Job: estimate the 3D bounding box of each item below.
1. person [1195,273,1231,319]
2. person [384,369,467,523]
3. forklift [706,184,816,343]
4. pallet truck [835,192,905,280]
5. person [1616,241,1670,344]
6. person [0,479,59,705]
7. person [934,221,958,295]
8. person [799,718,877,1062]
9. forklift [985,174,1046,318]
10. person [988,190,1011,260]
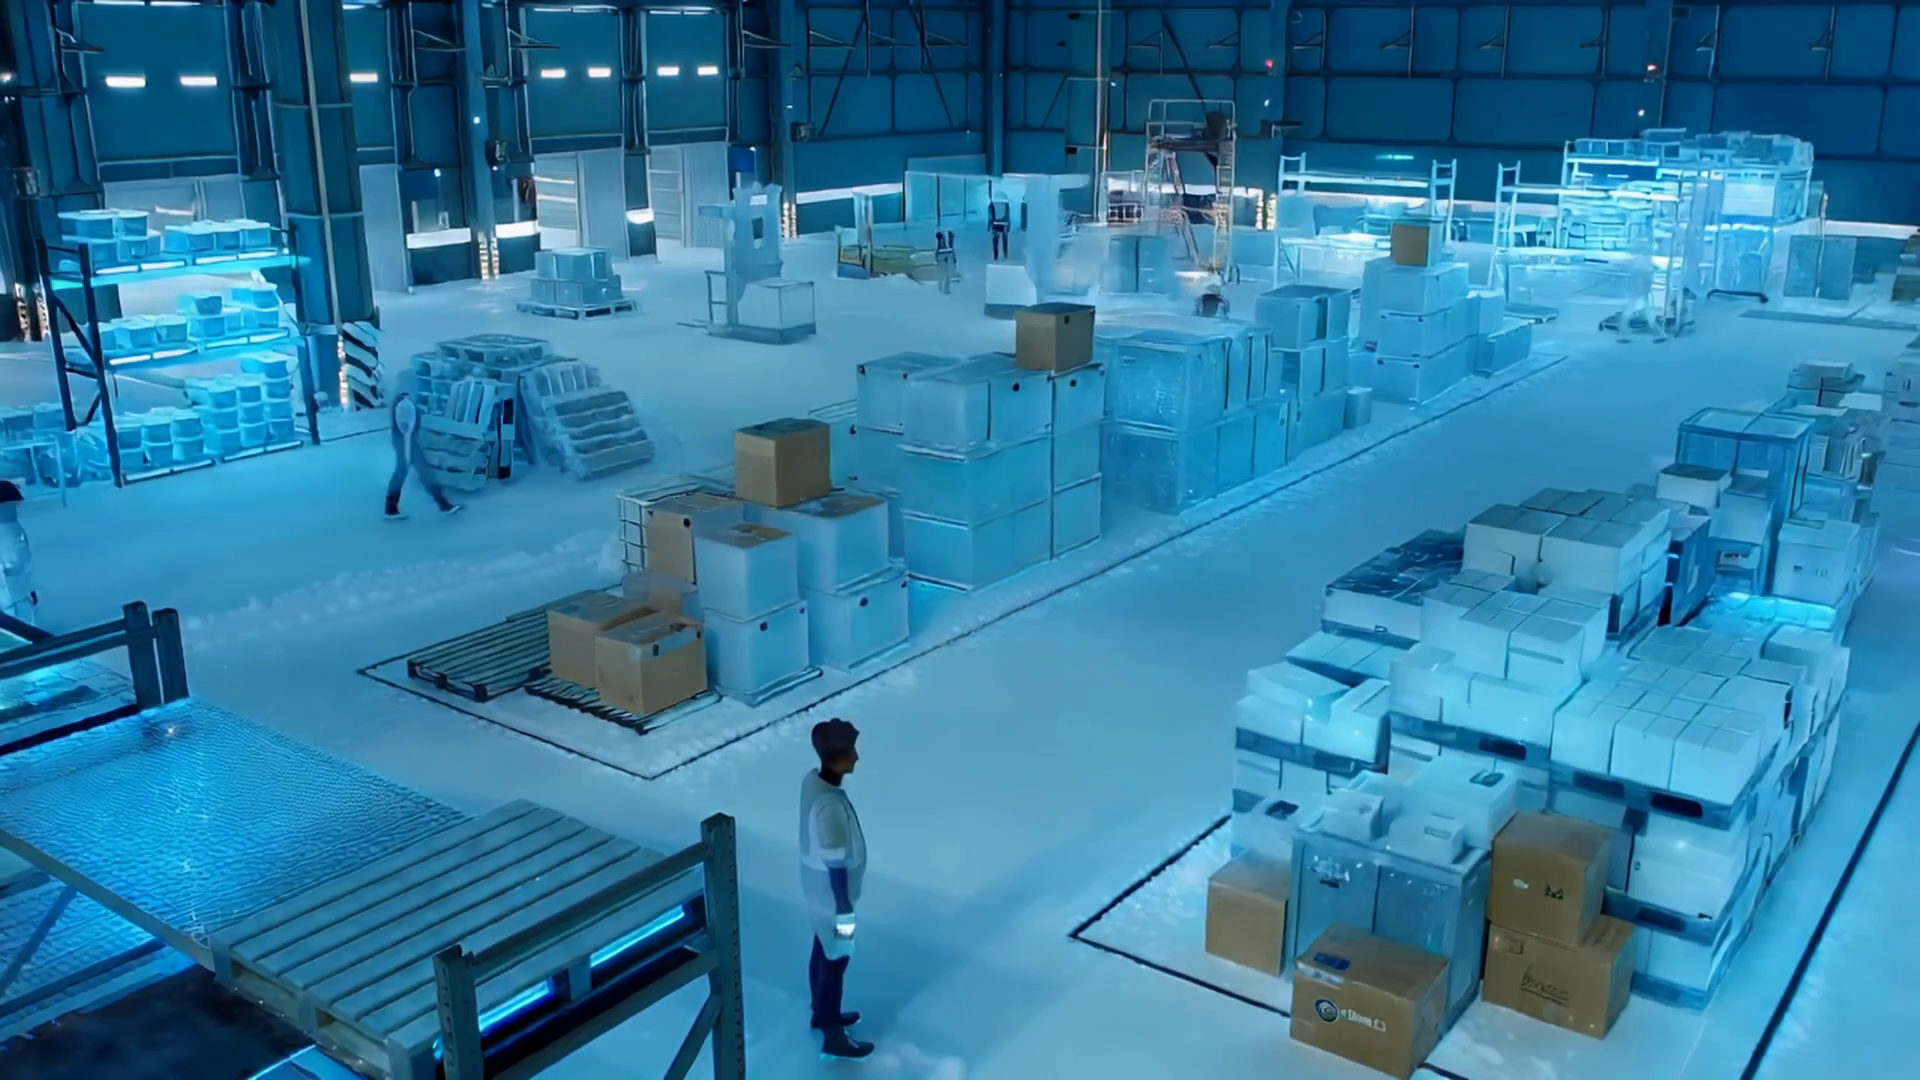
[{"bbox_3d":[3.972,-3.234,26.124,0.577,1.913,0.563,8,19,25],"label":"person"},{"bbox_3d":[-6.287,-1.098,19.250,0.970,1.795,0.535,-10,19,-29],"label":"person"},{"bbox_3d":[-3.717,-5.181,30.929,1.873,2.768,1.129,12,21,35],"label":"forklift"},{"bbox_3d":[-1.936,-7.159,38.982,1.885,1.965,0.823,-12,21,-34],"label":"pallet truck"},{"bbox_3d":[12.537,-4.505,30.383,1.003,1.882,0.651,-2,17,-7],"label":"person"},{"bbox_3d":[-7.944,0.428,13.976,0.358,1.930,0.585,-3,17,-11],"label":"person"},{"bbox_3d":[-0.308,-6.144,36.262,0.516,1.626,0.357,-6,18,-19],"label":"person"},{"bbox_3d":[-0.685,1.890,9.069,0.361,1.966,0.612,-5,17,-15],"label":"person"},{"bbox_3d":[1.485,-5.882,33.252,1.873,2.768,1.129,2,17,8],"label":"forklift"},{"bbox_3d":[0.962,-7.594,40.616,0.584,1.882,0.339,-6,18,-19],"label":"person"}]
